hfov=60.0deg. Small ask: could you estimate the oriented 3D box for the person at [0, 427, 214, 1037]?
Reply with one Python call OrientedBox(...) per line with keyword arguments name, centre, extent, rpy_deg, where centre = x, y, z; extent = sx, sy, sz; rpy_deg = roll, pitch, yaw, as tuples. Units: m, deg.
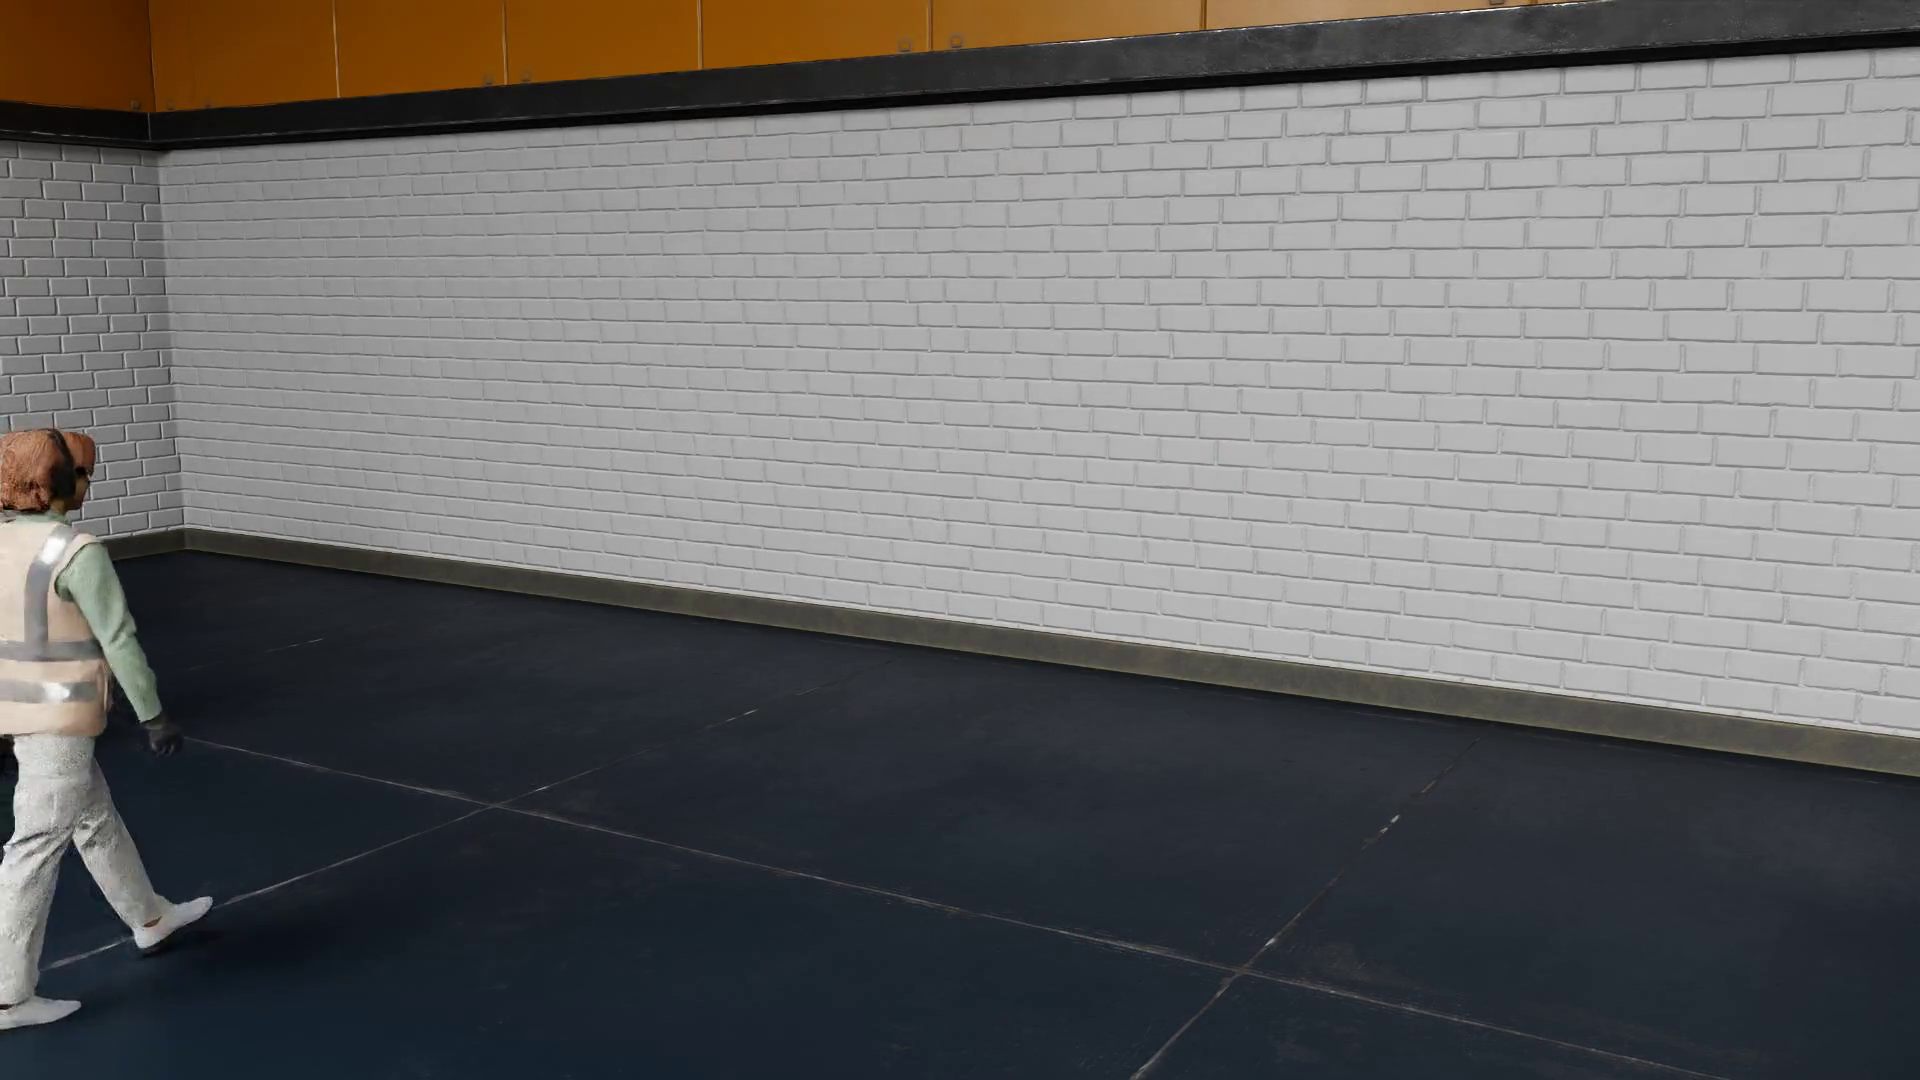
OrientedBox(name="person", centre=(-2.407, 0.496, 4.606), extent=(0.535, 1.602, 0.830), rpy_deg=(6, 11, 35))
